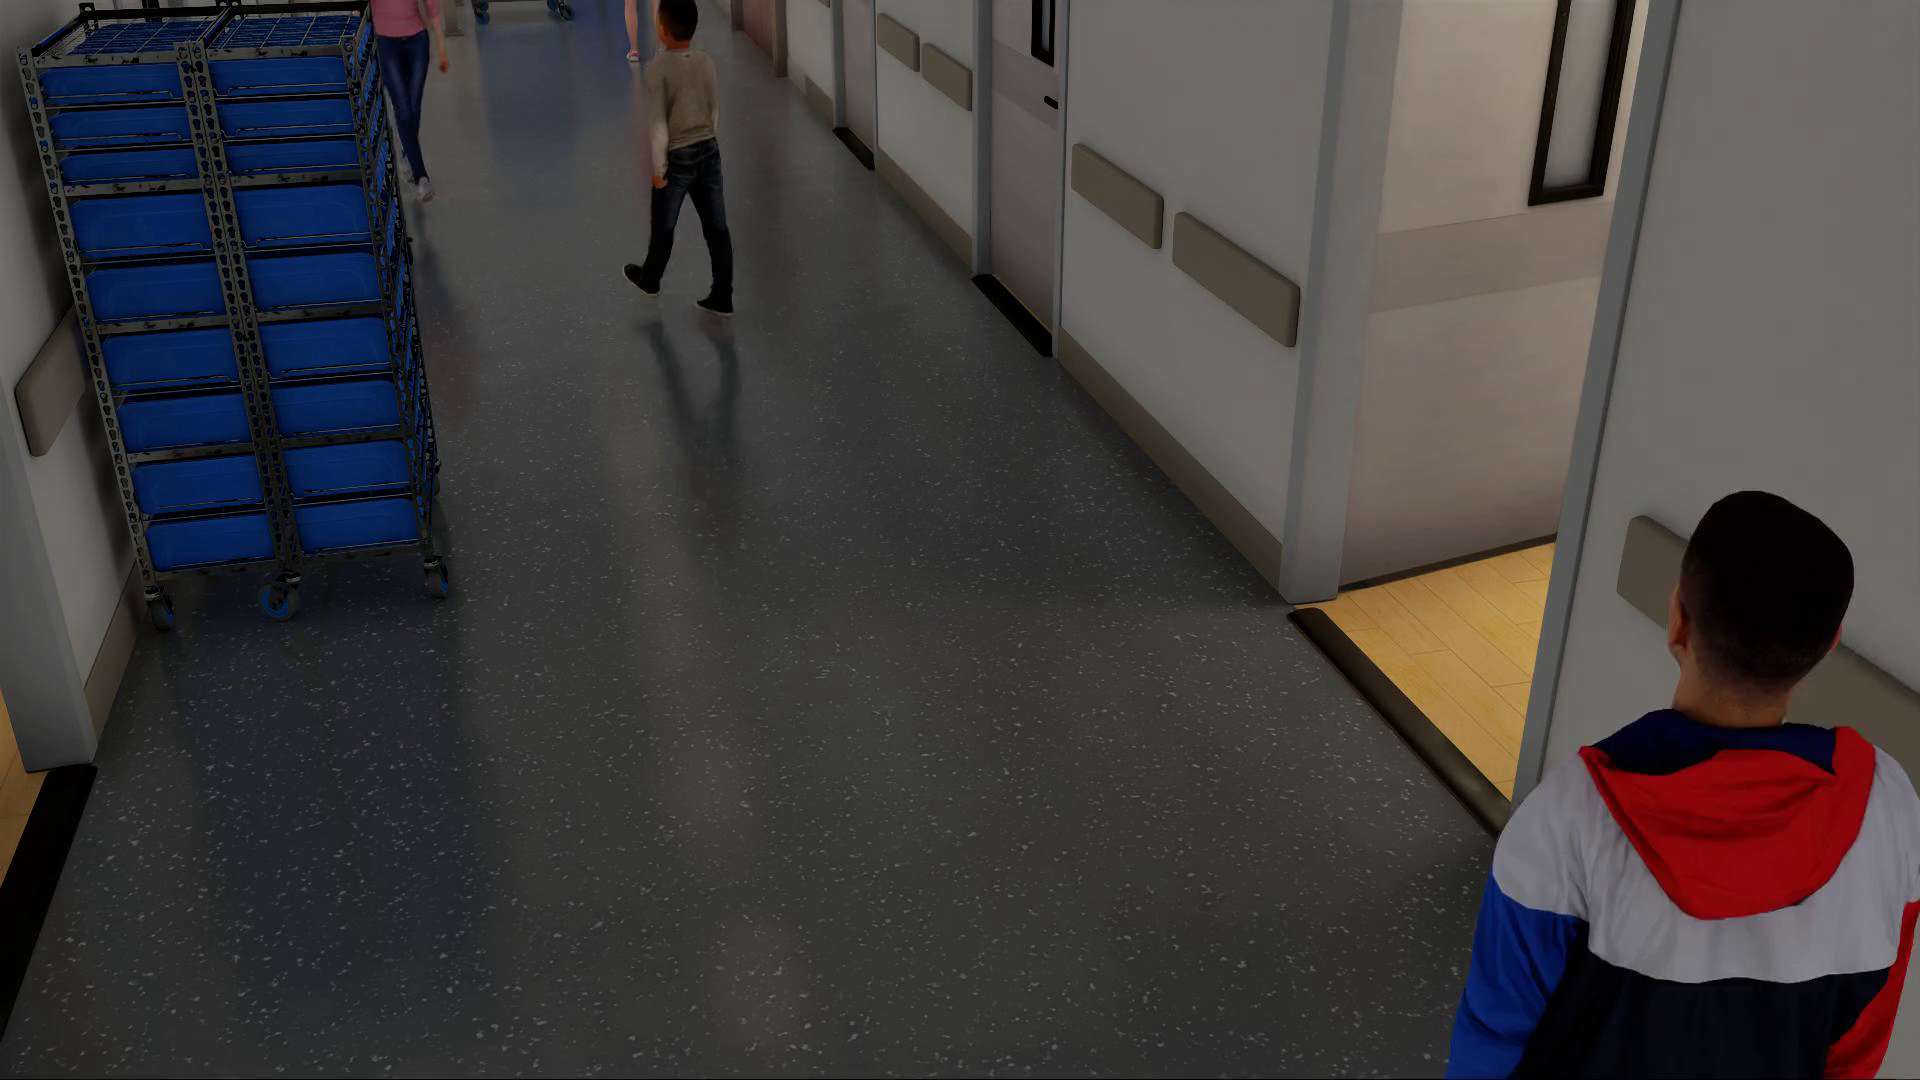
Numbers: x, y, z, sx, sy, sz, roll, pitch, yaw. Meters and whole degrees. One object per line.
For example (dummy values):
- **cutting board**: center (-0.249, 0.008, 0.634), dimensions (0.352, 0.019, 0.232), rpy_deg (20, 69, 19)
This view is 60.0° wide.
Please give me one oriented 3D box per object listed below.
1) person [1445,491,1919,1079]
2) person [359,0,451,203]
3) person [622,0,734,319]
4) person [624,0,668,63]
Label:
- **person**: center (0.855, 0.795, 2.006), dimensions (0.720, 1.752, 0.712), rpy_deg (0, 26, 1)
- **person**: center (-3.227, -2.827, 9.597), dimensions (0.767, 1.681, 1.271), rpy_deg (-12, 28, -23)
- **person**: center (-1.187, -1.694, 7.523), dimensions (0.841, 1.442, 1.015), rpy_deg (-22, 33, -38)
- **person**: center (-2.675, -4.894, 13.803), dimensions (0.562, 1.751, 0.515), rpy_deg (-6, 26, -12)
